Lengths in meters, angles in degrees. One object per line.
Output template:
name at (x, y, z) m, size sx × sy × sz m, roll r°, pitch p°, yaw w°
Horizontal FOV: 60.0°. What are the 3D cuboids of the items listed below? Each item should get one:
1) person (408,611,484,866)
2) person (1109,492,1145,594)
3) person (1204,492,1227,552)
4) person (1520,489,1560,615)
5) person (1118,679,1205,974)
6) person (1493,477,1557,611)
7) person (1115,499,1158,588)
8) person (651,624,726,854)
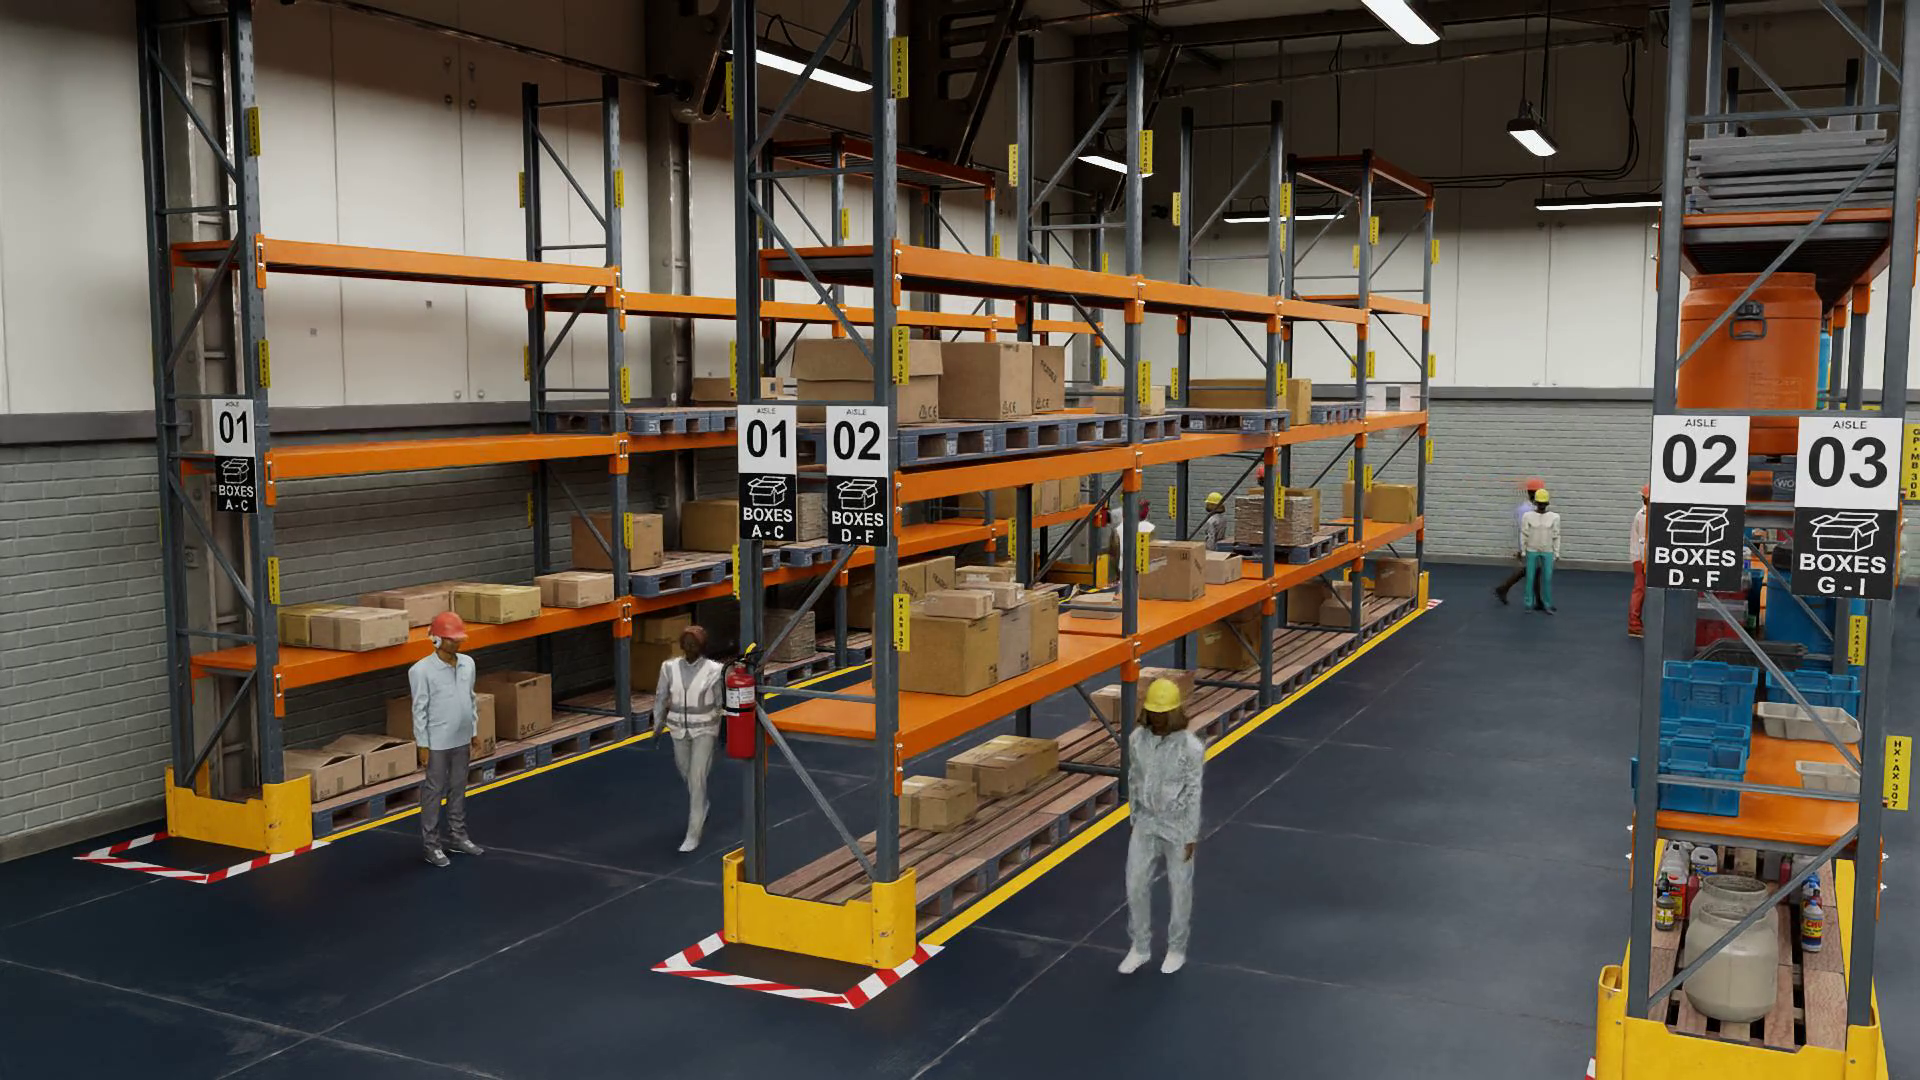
person at (-3.563, 1.365, 11.587) m, size 0.323 × 1.752 × 0.562 m, roll 3°, pitch 7°, yaw 28°
person at (2.320, 0.195, 22.657) m, size 0.497 × 1.825 × 0.828 m, roll -1°, pitch 6°, yaw -13°
person at (3.483, 0.218, 22.786) m, size 0.283 × 1.746 × 0.493 m, roll 3°, pitch 7°, yaw 31°
person at (8.100, 0.164, 23.228) m, size 0.528 × 1.767 × 0.320 m, roll 1°, pitch 6°, yaw 13°
person at (1.145, 1.615, 9.348) m, size 0.496 × 1.715 × 0.568 m, roll 4°, pitch 7°, yaw 31°
person at (8.064, 0.047, 23.685) m, size 0.862 × 1.910 × 0.555 m, roll 4°, pitch 7°, yaw 33°
person at (2.162, 0.396, 20.763) m, size 0.597 × 1.812 × 0.736 m, roll 5°, pitch 8°, yaw 41°
person at (-1.920, 1.388, 12.102) m, size 0.504 × 1.602 × 0.831 m, roll 2°, pitch 6°, yaw 15°
